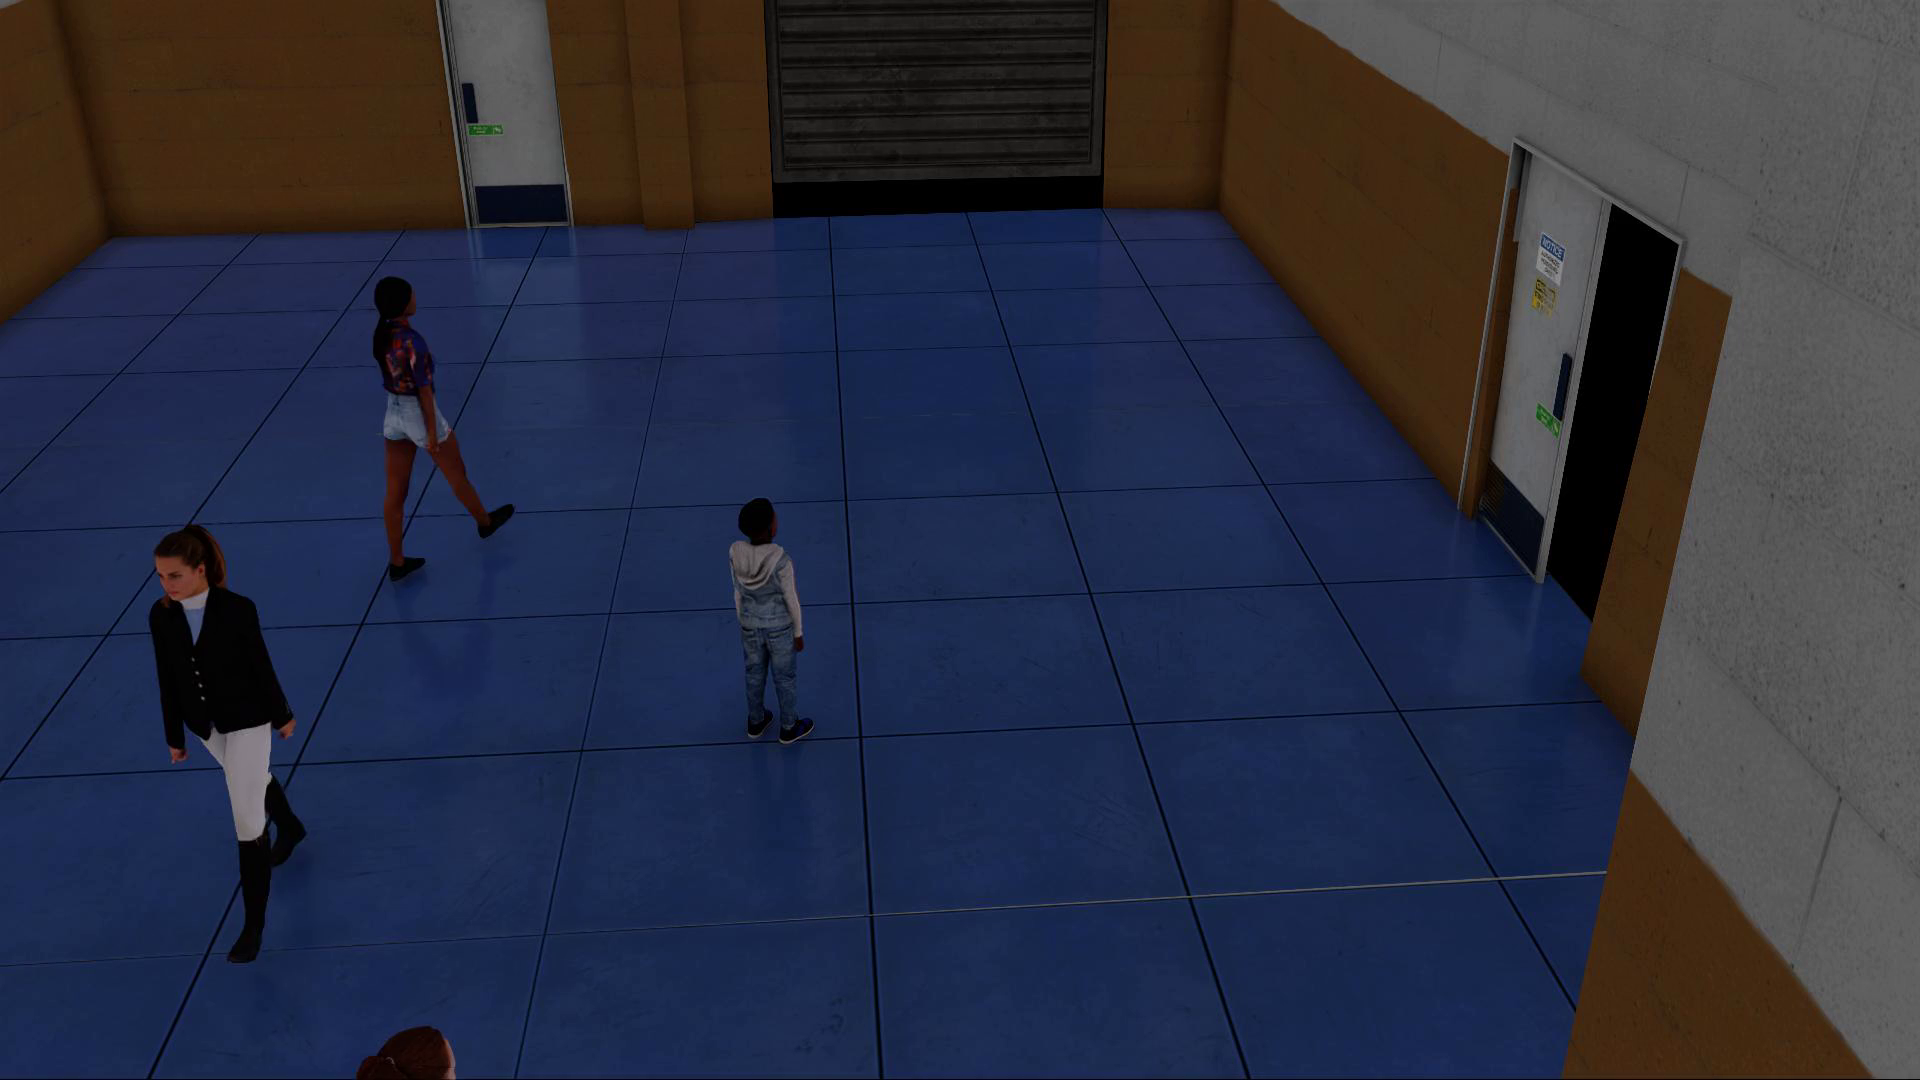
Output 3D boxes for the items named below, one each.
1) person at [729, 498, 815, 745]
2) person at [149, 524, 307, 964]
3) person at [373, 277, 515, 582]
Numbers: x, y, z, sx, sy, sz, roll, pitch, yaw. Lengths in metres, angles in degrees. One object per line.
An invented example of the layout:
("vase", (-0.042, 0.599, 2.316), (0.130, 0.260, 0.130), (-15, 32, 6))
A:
("person", (-0.905, 0.379, 7.784), (0.538, 1.261, 0.619), (10, 29, 19))
("person", (-2.873, 0.724, 6.633), (1.147, 1.669, 0.741), (0, 27, 1))
("person", (-3.085, -0.575, 9.181), (1.116, 1.698, 1.094), (16, 31, 28))
